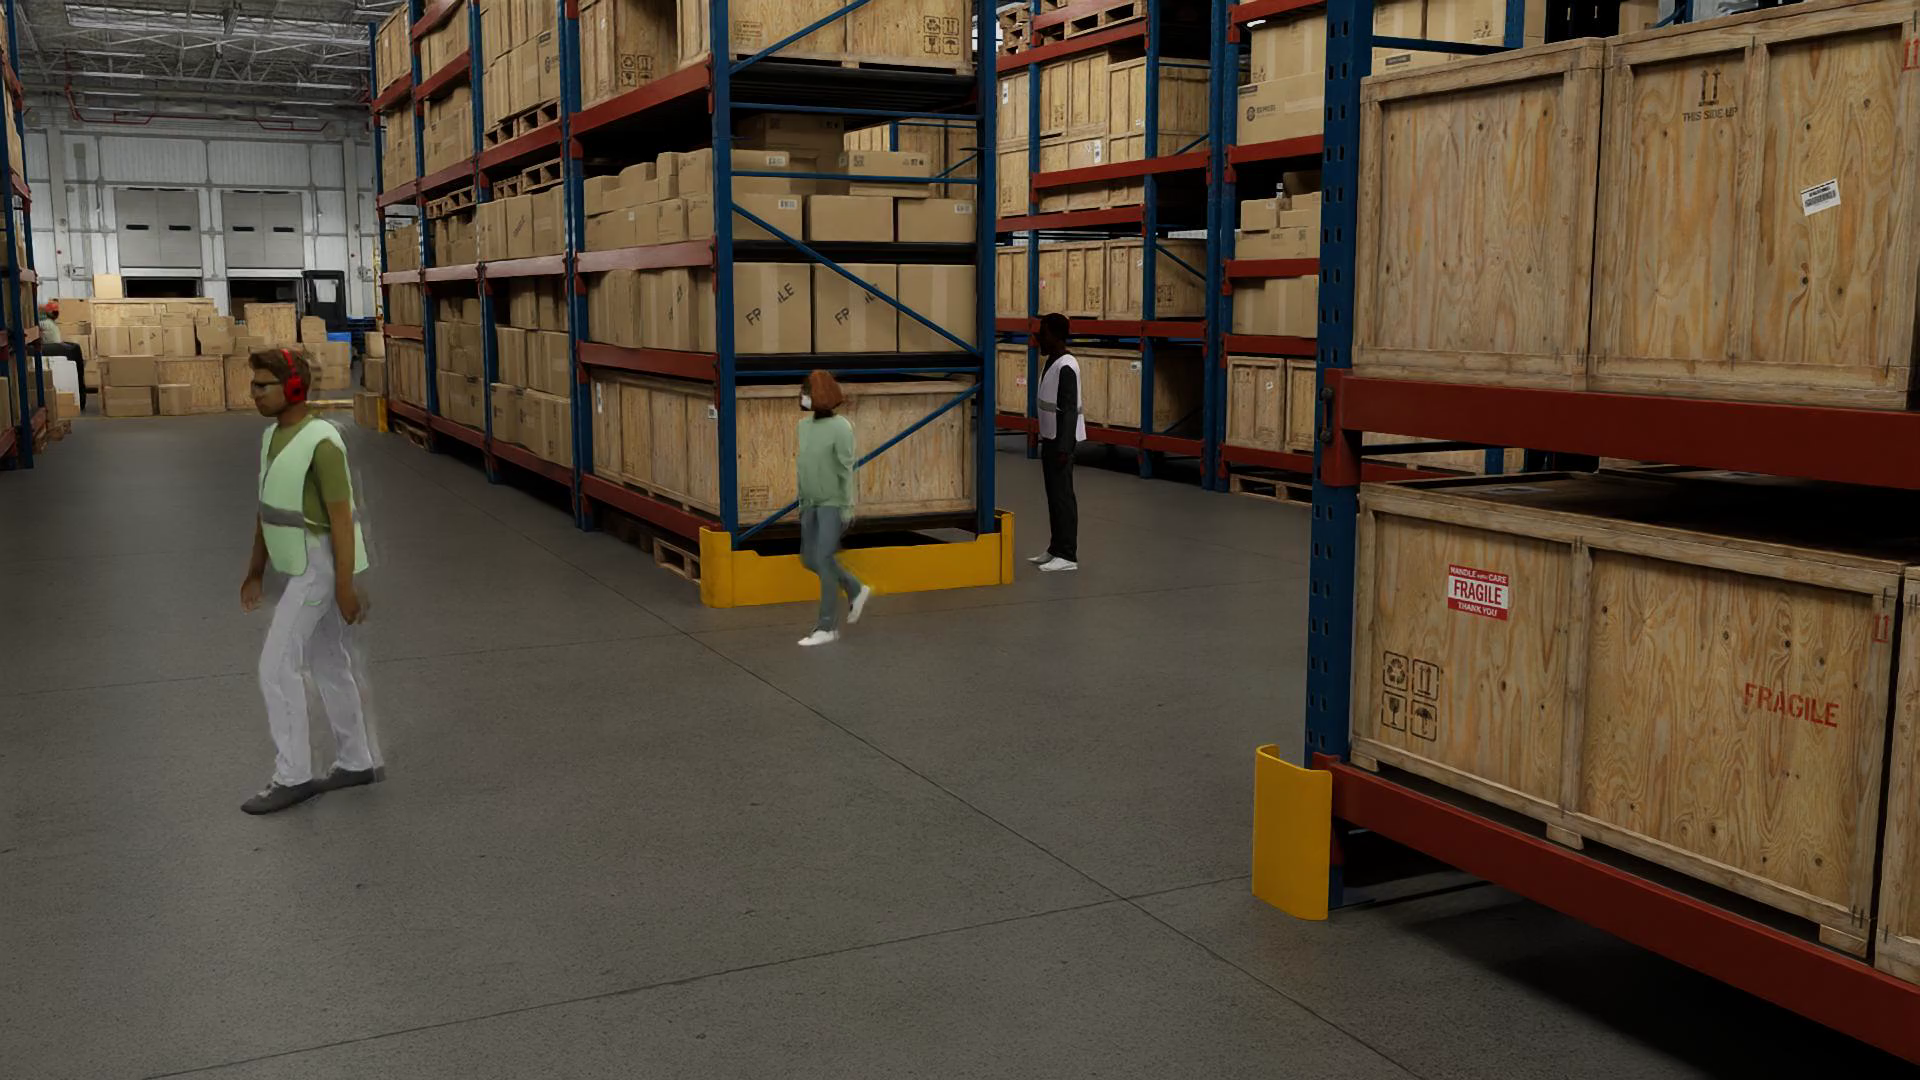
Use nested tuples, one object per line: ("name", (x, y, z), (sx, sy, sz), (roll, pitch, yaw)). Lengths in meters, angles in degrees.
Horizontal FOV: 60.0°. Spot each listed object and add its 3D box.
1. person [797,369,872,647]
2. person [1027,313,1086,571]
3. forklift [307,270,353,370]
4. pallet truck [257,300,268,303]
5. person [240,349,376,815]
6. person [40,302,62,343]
("person", (-0.739, -0.201, 9.780), (0.535, 1.621, 0.499), (-7, 11, -41))
("person", (0.735, -0.731, 12.429), (0.383, 1.918, 0.597), (-2, 8, -10))
("forklift", (-17.807, -6.198, 46.830), (1.129, 2.768, 1.873), (-4, 9, -26))
("pallet truck", (-23.913, -7.404, 58.171), (1.885, 1.965, 0.823), (-1, 8, -9))
("person", (-2.692, 0.157, 6.633), (0.723, 1.819, 0.562), (-6, 10, -36))
("person", (-17.703, -3.632, 32.263), (0.772, 1.968, 0.626), (-1, 8, -6))
